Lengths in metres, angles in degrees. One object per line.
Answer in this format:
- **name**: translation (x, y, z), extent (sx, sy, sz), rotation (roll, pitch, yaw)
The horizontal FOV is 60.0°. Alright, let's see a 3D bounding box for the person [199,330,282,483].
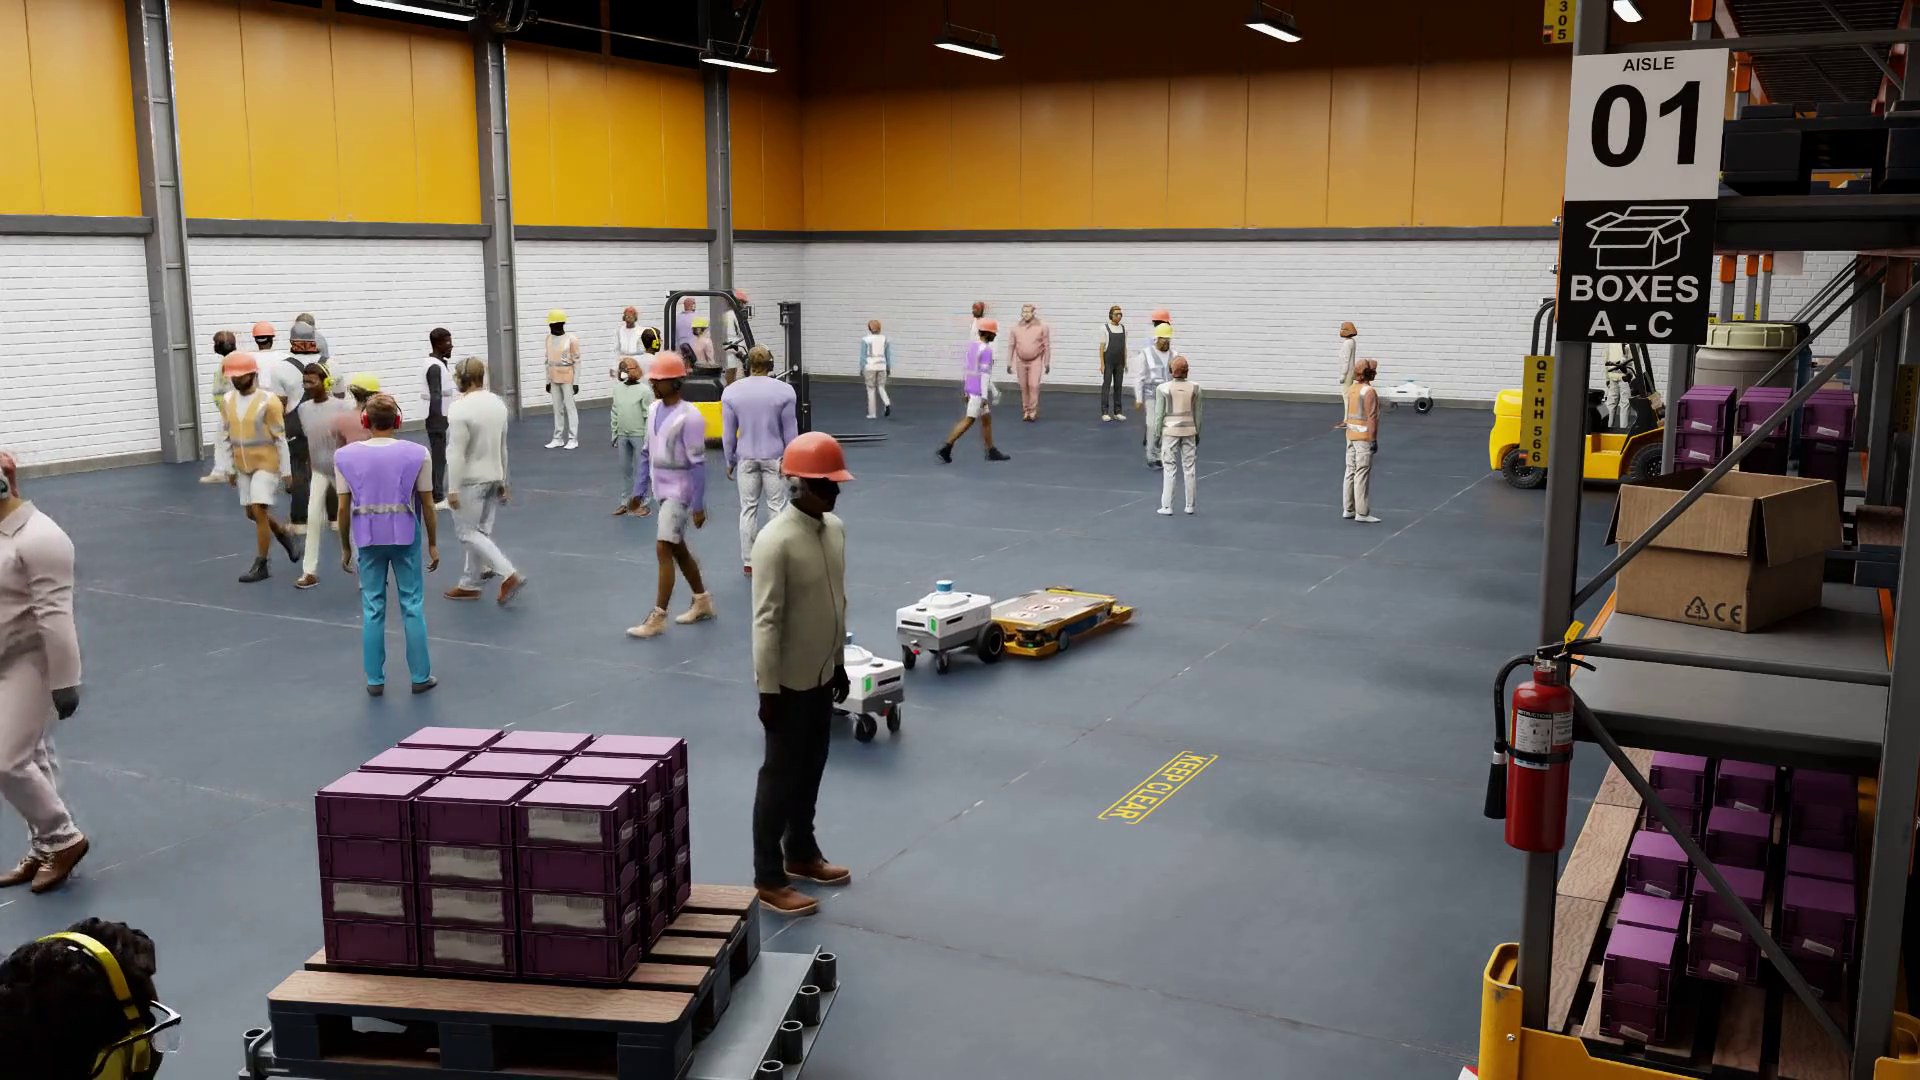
- **person**: translation (-8.419, -1.554, 19.450), extent (0.923, 1.806, 0.631), rotation (-4, 11, -22)

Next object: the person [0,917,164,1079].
- **person**: translation (-1.184, 1.433, 2.057), extent (0.548, 1.830, 0.718), rotation (4, 11, 22)

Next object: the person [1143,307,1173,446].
- **person**: translation (2.743, -2.241, 23.002), extent (0.373, 1.934, 0.551), rotation (-1, 10, -8)

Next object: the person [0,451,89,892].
- **person**: translation (-3.974, 0.554, 6.968), extent (0.671, 1.888, 0.449), rotation (6, 12, 33)

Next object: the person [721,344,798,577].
- **person**: translation (-1.653, -0.653, 13.809), extent (0.629, 1.940, 0.379), rotation (1, 10, 4)

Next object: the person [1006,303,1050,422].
- **person**: translation (1.055, -2.802, 26.403), extent (0.683, 1.873, 0.846), rotation (3, 10, 16)

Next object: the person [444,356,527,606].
- **person**: translation (-3.653, -0.443, 12.655), extent (0.810, 1.918, 0.646), rotation (3, 10, 19)

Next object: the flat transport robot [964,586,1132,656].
- **flat transport robot**: translation (0.598, 0.552, 11.655), extent (0.652, 0.197, 1.431), rotation (6, 11, 31)

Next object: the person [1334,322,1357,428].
- **person**: translation (5.957, -2.543, 25.630), extent (0.285, 1.633, 0.497), rotation (4, 11, 22)

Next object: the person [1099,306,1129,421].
- **person**: translation (2.472, -2.827, 26.661), extent (0.506, 1.847, 0.345), rotation (-5, 11, -25)

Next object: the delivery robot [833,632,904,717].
- **delivery robot**: translation (-0.652, 0.763, 9.340), extent (0.707, 0.478, 0.477), rotation (8, 13, 39)

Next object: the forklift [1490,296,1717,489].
- **forklift**: translation (7.296, -1.677, 18.993), extent (2.313, 2.155, 1.214), rotation (5, 11, 27)

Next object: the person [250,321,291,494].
- **person**: translation (-7.681, -1.459, 18.491), extent (0.545, 1.933, 0.376), rotation (-6, 11, -31)

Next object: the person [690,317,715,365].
- **person**: translation (-3.941, -2.557, 25.482), extent (0.921, 1.723, 0.522), rotation (-8, 12, -37)

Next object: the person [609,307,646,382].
- **person**: translation (-5.056, -2.633, 25.487), extent (0.588, 1.856, 0.739), rotation (1, 10, 7)

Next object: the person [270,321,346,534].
- **person**: translation (-6.297, -1.089, 16.034), extent (0.688, 2.000, 0.539), rotation (-8, 13, -40)

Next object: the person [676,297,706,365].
- **person**: translation (-4.769, -3.347, 29.518), extent (0.661, 1.905, 0.406), rotation (7, 12, 34)

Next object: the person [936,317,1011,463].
- **person**: translation (0.156, -1.916, 21.306), extent (0.992, 1.892, 0.555), rotation (-3, 10, -19)

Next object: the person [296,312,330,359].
- **person**: translation (-8.427, -2.025, 21.836), extent (0.439, 1.917, 0.660), rotation (-2, 10, -12)

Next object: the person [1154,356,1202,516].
- **person**: translation (2.237, -1.063, 17.049), extent (0.513, 1.640, 0.308), rotation (-2, 10, -13)

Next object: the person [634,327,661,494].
- **person**: translation (-3.386, -1.409, 18.383), extent (0.512, 1.873, 0.329), rotation (7, 12, 35)

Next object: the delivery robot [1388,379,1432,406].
- **delivery robot**: translation (7.610, -2.481, 28.117), extent (0.707, 0.478, 0.477), rotation (4, 10, 20)

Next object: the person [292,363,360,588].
- **person**: translation (-5.147, -0.553, 13.618), extent (0.492, 1.818, 0.982), rotation (2, 10, 10)

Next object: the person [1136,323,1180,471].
- **person**: translation (2.502, -1.769, 20.605), extent (0.616, 1.827, 0.506), rotation (-4, 11, -22)

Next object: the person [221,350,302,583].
- **person**: translation (-5.771, -0.637, 13.819), extent (0.570, 1.912, 0.790), rotation (3, 10, 15)

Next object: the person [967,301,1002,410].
- **person**: translation (0.394, -3.149, 28.450), extent (0.531, 1.867, 0.600), rotation (-8, 12, -37)

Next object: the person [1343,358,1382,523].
- **person**: translation (4.028, -0.998, 16.664), extent (0.312, 1.642, 0.512), rotation (-2, 10, -13)

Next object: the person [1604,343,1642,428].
- **person**: translation (9.514, -2.333, 23.839), extent (0.403, 1.830, 0.599), rotation (-5, 11, -26)

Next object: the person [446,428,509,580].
- **person**: translation (-3.890, -0.402, 13.351), extent (0.498, 1.597, 0.825), rotation (1, 10, 6)

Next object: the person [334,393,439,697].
- **person**: translation (-3.464, 0.036, 10.084), extent (0.573, 1.843, 0.376), rotation (-2, 10, -12)

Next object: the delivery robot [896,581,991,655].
- **delivery robot**: translation (-0.104, 0.509, 10.808), extent (0.477, 0.478, 0.707), rotation (7, 12, 34)

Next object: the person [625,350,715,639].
- **person**: translation (-2.058, -0.339, 11.806), extent (0.716, 2.029, 0.616), rotation (-7, 12, -37)

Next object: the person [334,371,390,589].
- **person**: translation (-4.737, -0.473, 13.329), extent (0.519, 1.747, 0.384), rotation (2, 10, 10)

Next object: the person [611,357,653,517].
- **person**: translation (-3.355, -1.052, 16.999), extent (0.500, 1.633, 0.280), rotation (5, 11, 25)

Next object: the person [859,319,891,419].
- **person**: translation (-1.353, -2.758, 26.897), extent (0.512, 1.622, 0.423), rotation (-5, 11, -28)

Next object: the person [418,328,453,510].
- **person**: translation (-5.485, -1.268, 17.459), extent (0.387, 1.909, 0.589), rotation (-3, 10, -14)

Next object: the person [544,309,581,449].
- **person**: translation (-5.463, -2.201, 22.813), extent (0.589, 1.923, 0.383), rotation (5, 11, 29)

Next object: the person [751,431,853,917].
- **person**: translation (-0.631, 0.539, 6.811), extent (0.438, 1.980, 0.634), rotation (4, 11, 23)

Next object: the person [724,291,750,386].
- **person**: translation (-3.840, -3.368, 29.343), extent (0.606, 1.998, 0.810), rotation (7, 12, 34)

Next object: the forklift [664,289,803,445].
- **forklift**: translation (-3.358, -2.392, 23.136), extent (2.313, 2.155, 1.214), rotation (-1, 10, -5)
